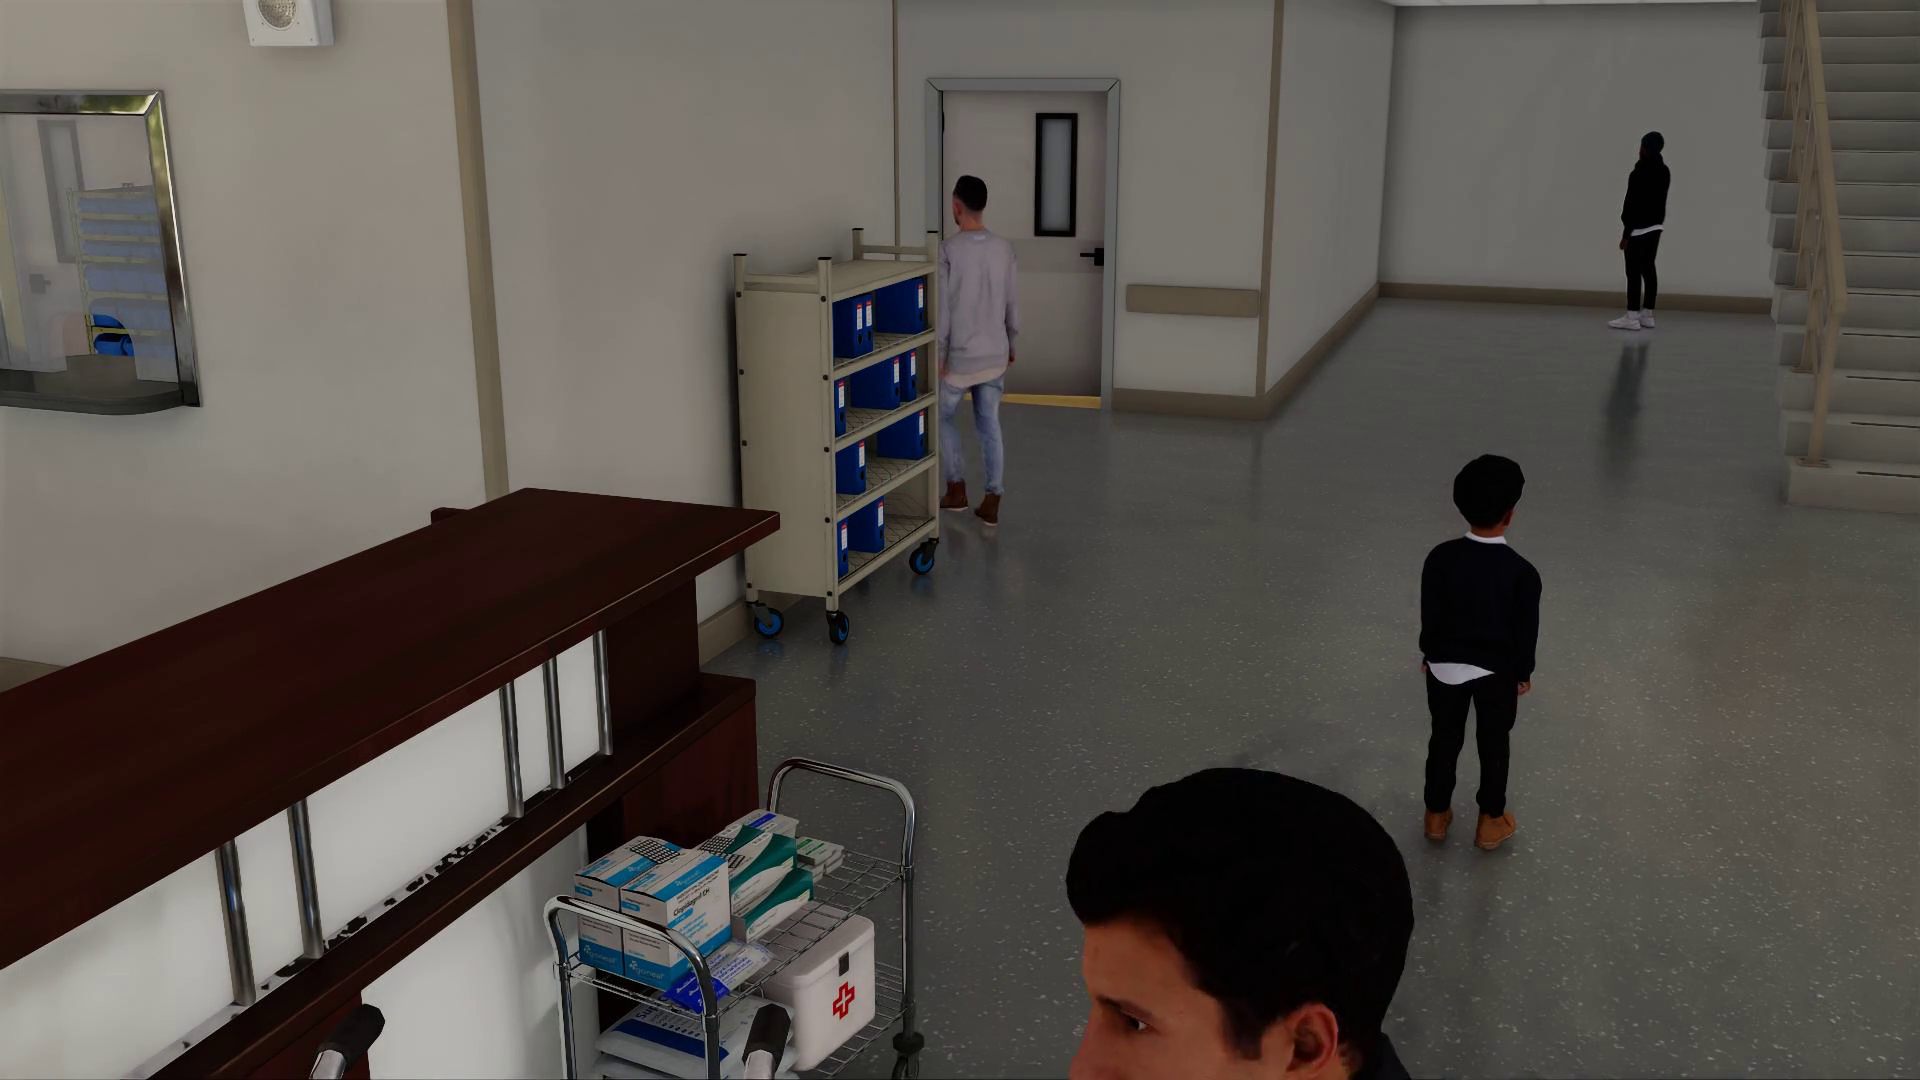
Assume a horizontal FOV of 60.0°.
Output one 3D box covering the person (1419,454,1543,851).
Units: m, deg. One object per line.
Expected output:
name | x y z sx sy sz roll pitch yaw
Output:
person | 1.578 0.342 5.089 0.531 1.226 0.514 9 18 28

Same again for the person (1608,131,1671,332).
person | 6.387 -2.887 15.525 0.741 1.818 0.823 -9 18 -30

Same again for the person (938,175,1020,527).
person | 0.109 -0.957 8.680 0.906 1.817 0.969 -8 17 -25
